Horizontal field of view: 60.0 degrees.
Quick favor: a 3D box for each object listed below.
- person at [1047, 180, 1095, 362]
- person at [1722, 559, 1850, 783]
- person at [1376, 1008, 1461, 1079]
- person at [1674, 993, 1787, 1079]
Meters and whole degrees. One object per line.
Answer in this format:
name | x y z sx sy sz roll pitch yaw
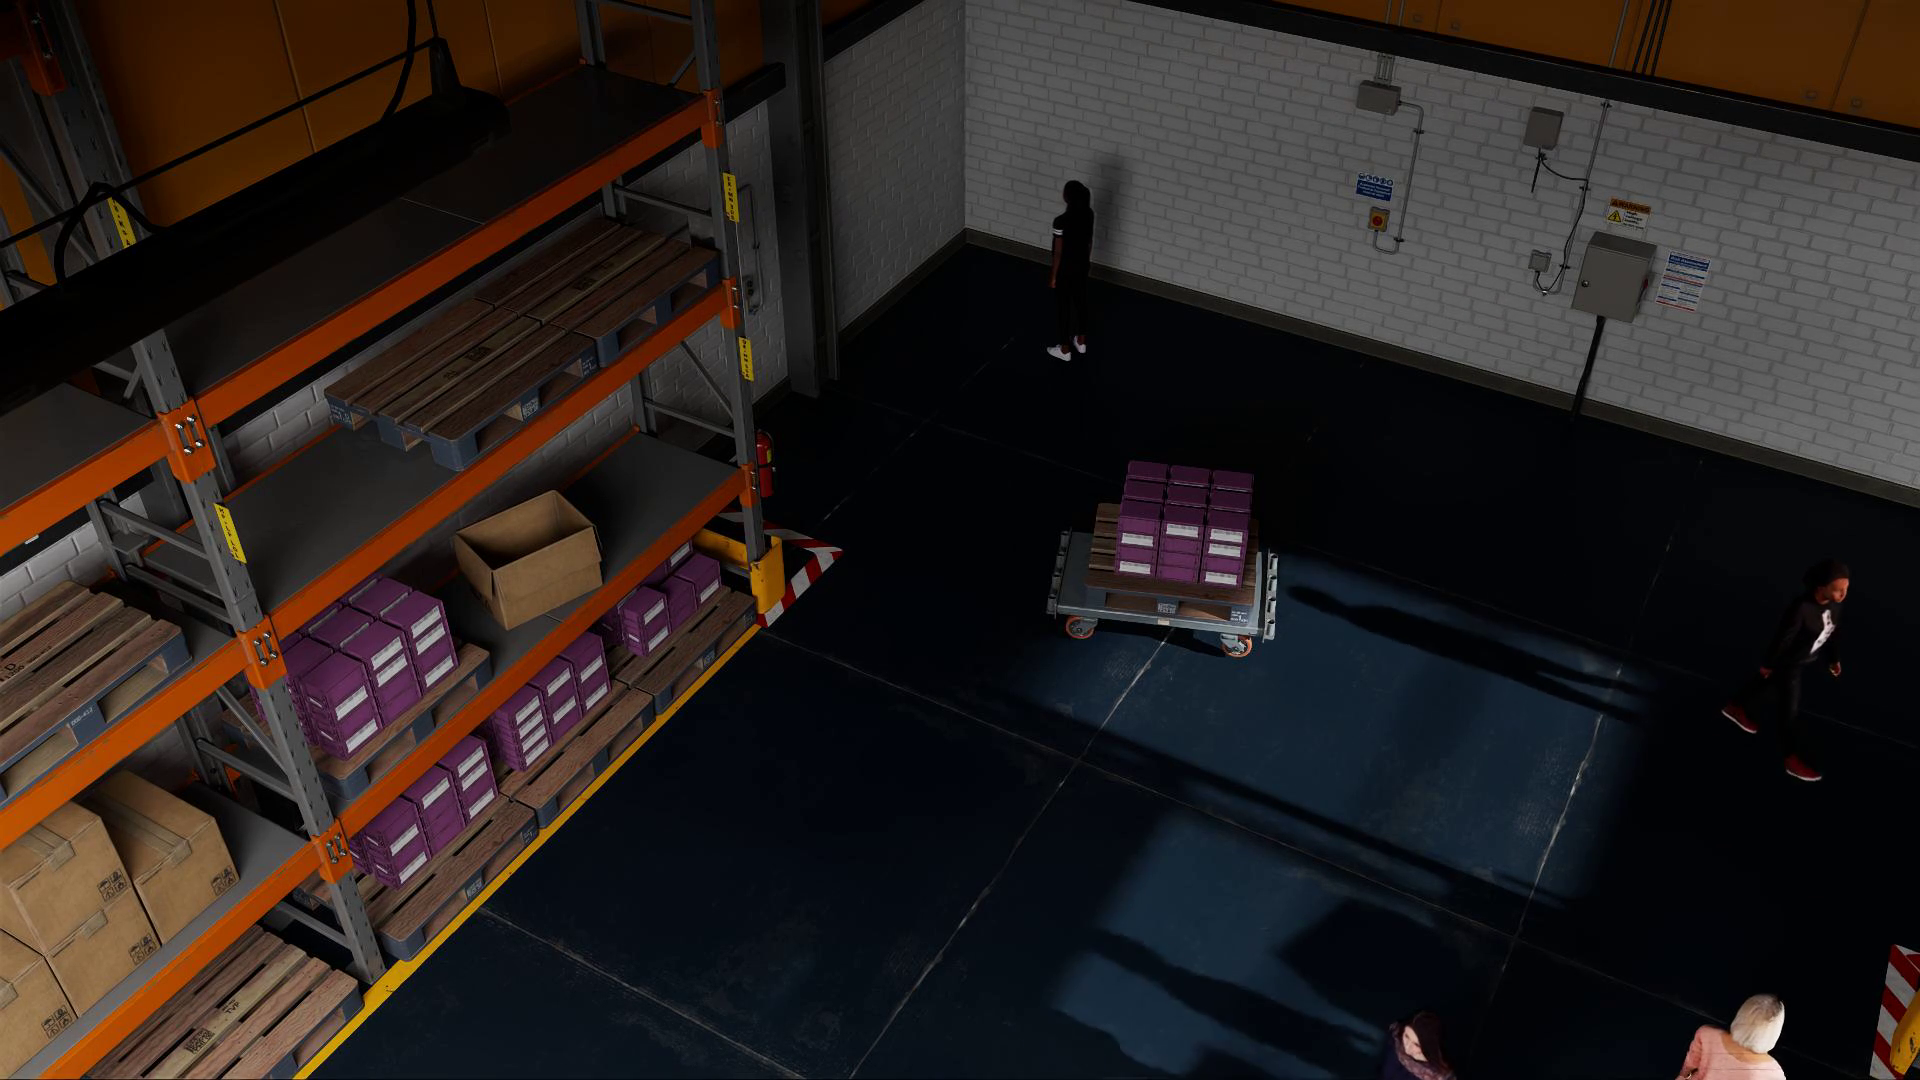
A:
person | 0.993 -2.426 14.912 0.608 1.729 0.746 -26 46 -29
person | 5.455 0.736 11.032 1.098 1.632 1.002 -21 43 -24
person | 2.300 2.856 8.429 1.161 1.566 0.896 -23 44 -26
person | 3.712 2.902 8.263 0.717 1.702 0.959 28 46 31
